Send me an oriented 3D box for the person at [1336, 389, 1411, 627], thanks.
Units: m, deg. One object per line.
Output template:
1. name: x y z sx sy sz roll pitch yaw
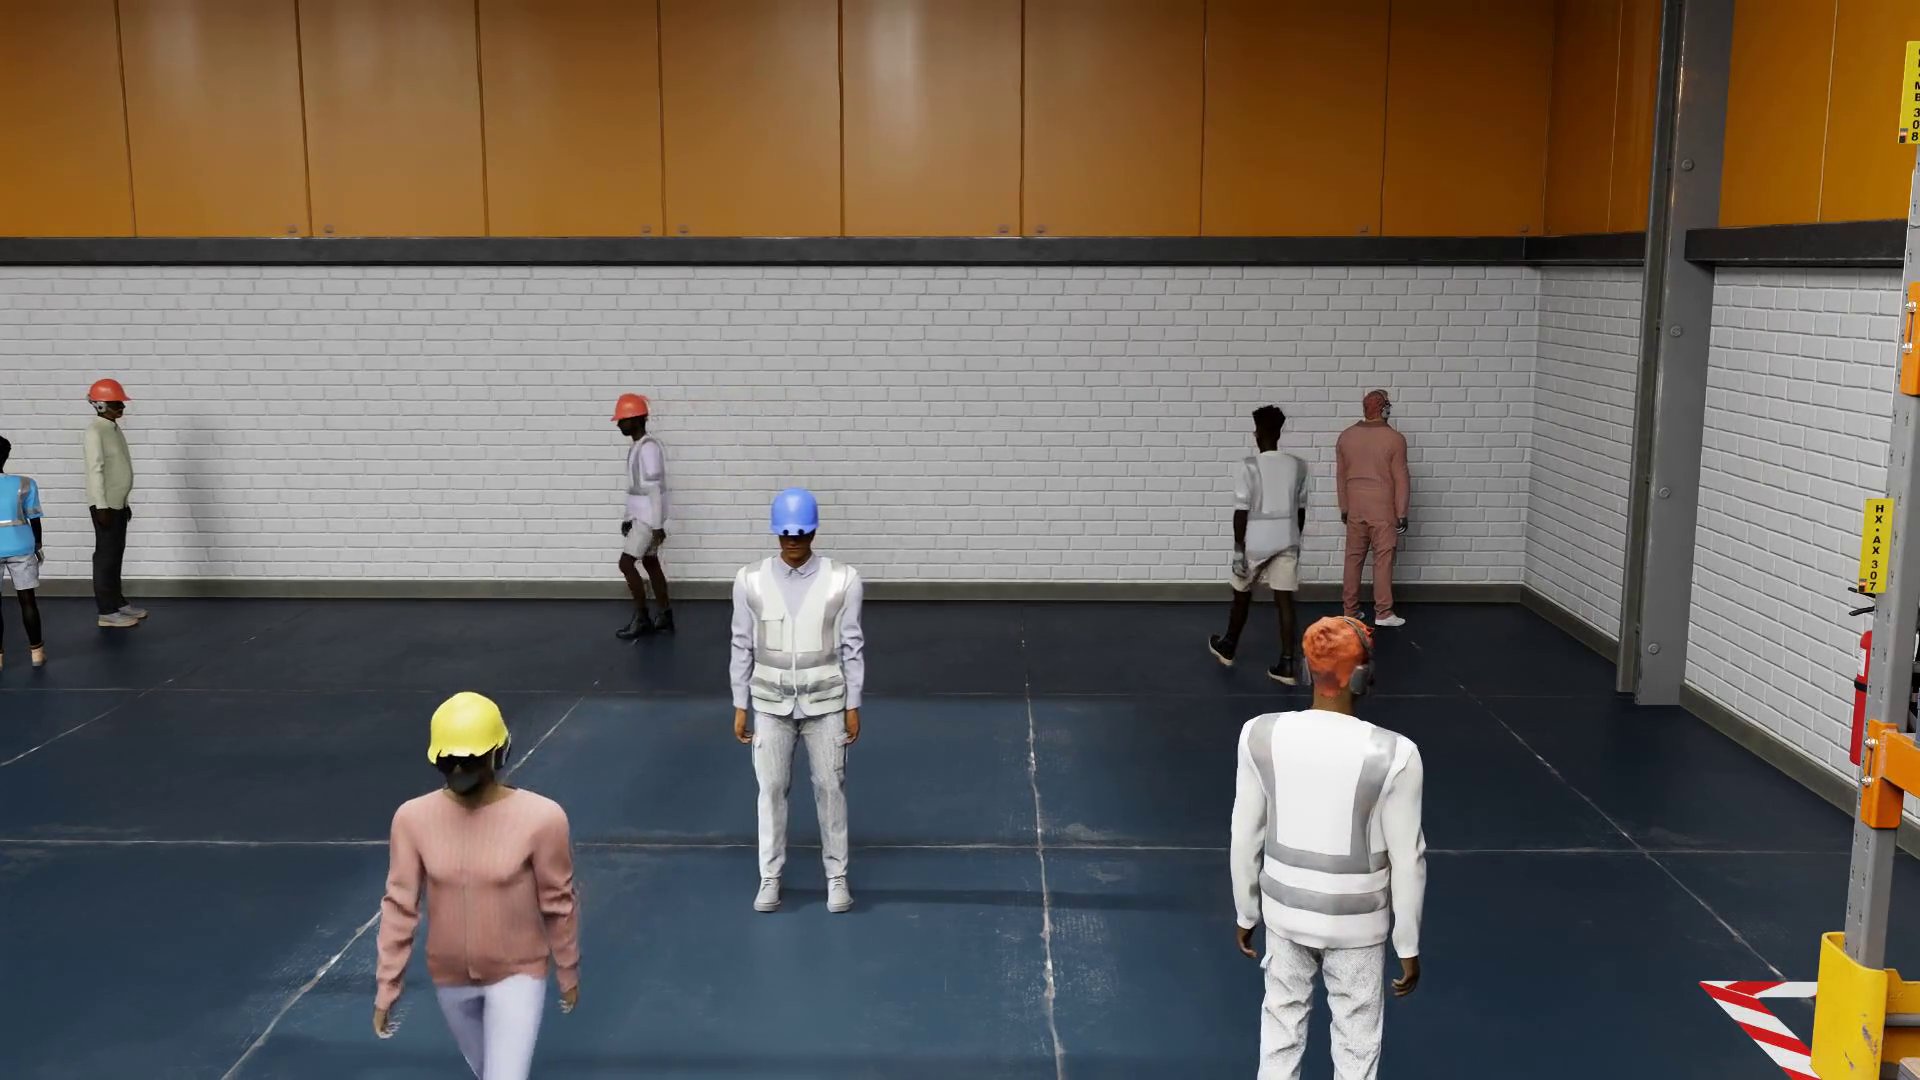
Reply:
1. person: 3.340 -0.256 13.393 0.408 1.913 0.642 -9 13 -44

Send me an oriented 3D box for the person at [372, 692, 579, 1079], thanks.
1. person: -1.401 1.266 4.868 0.538 1.709 0.947 1 10 5

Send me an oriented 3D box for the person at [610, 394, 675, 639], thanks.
1. person: -2.517 -0.178 12.929 0.652 1.908 0.558 -3 10 -20

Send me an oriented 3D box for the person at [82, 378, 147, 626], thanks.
1. person: -6.852 -0.309 13.459 0.395 1.994 0.612 -2 10 -11

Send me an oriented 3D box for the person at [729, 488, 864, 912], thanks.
1. person: -0.732 0.722 7.456 0.605 1.939 0.411 0 9 1

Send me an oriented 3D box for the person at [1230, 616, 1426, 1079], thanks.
1. person: 1.101 1.158 5.007 0.584 1.882 0.337 6 11 30

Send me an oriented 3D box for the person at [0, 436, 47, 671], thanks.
1. person: -6.873 0.091 11.953 0.541 1.695 0.316 -7 12 -36

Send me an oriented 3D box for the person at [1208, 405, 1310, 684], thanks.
1. person: 2.133 0.004 11.801 0.612 1.919 0.937 -3 10 -15
